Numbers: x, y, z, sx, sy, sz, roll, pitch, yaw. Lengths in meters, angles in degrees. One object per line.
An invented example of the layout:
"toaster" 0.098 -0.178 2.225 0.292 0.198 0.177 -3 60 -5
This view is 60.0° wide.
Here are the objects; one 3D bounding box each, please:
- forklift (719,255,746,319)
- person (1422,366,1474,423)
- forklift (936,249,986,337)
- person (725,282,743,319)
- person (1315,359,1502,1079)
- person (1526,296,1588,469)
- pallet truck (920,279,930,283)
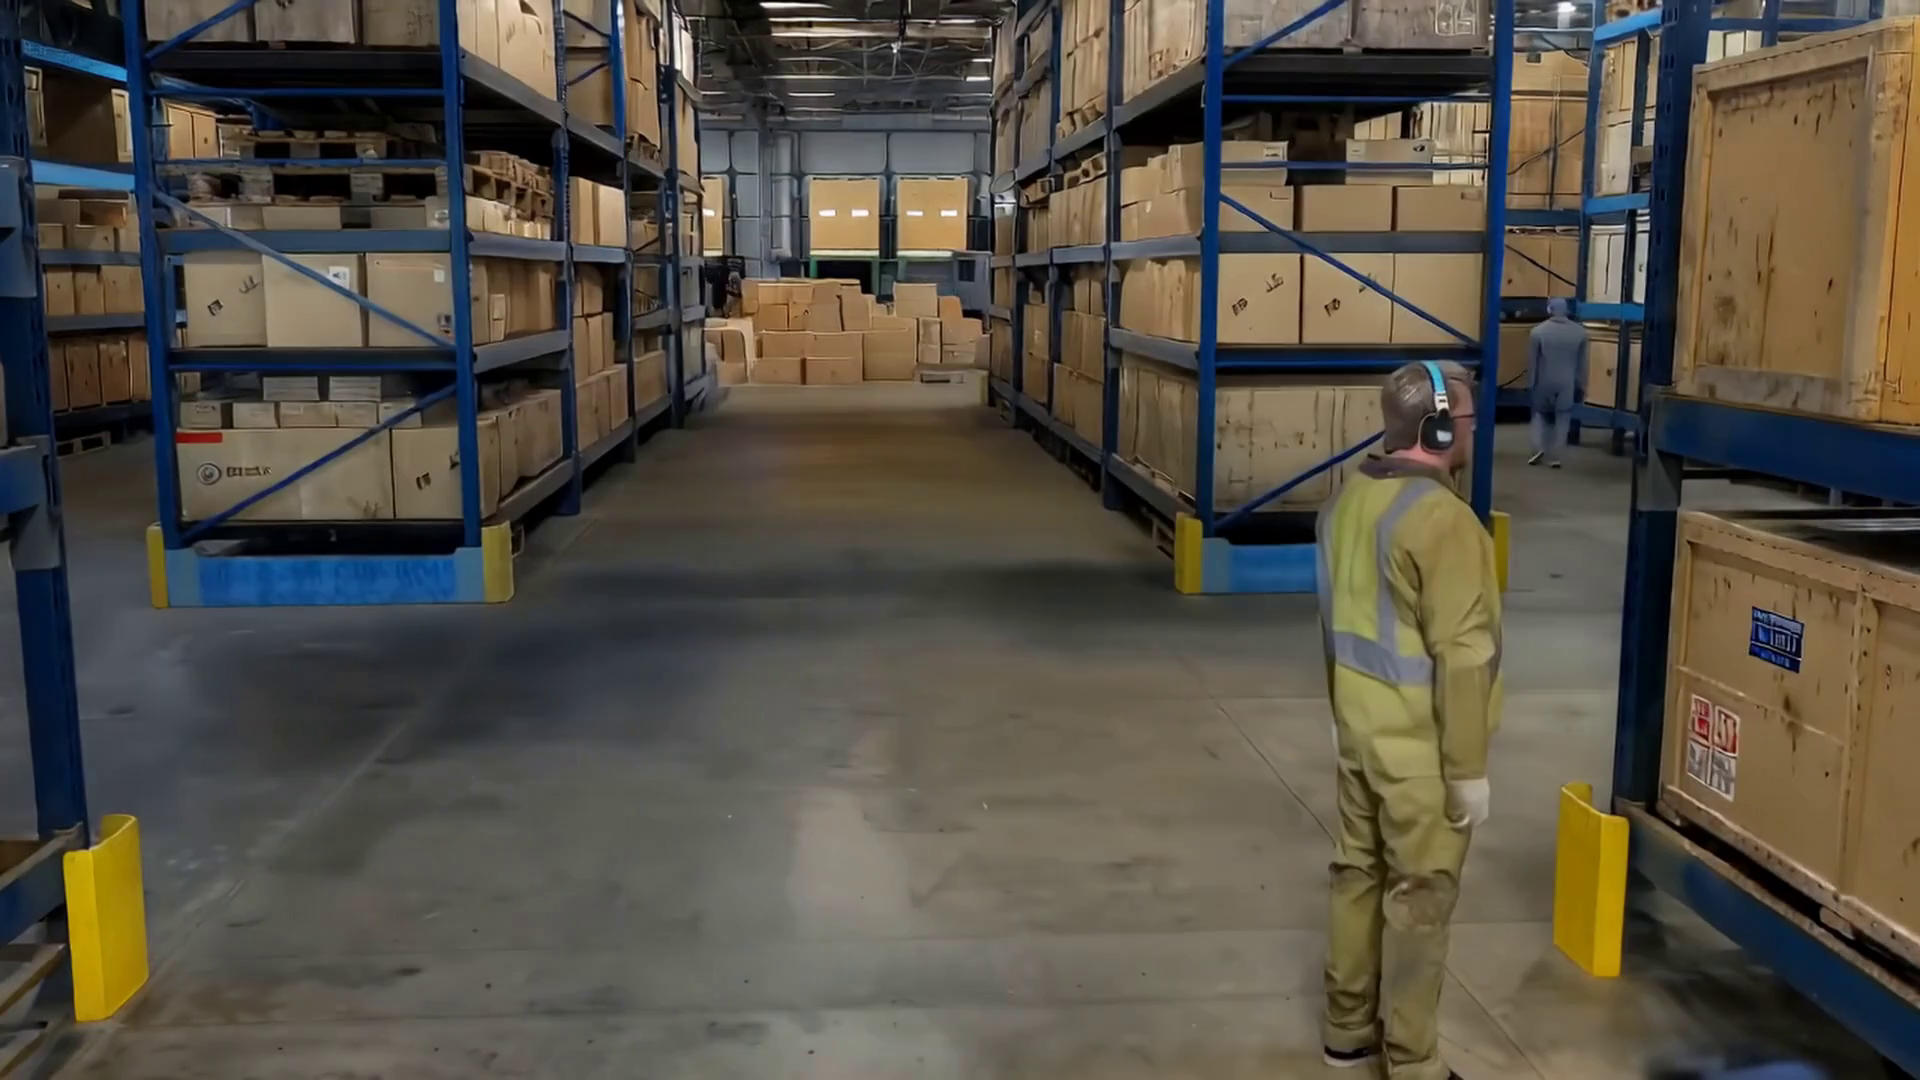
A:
"forklift" -7.876 -8.525 57.858 1.129 2.768 1.873 -9 12 -43
"person" 4.417 -1.117 15.068 0.319 1.690 0.530 -7 11 -37
"forklift" 0.202 -6.630 45.958 1.129 2.768 1.873 5 10 29
"person" -7.434 -7.526 54.616 0.633 1.918 0.779 -5 10 -30
"person" 1.167 0.496 4.260 0.407 1.910 0.638 -3 9 -17
"person" 6.554 -1.749 18.400 0.673 1.883 0.703 1 9 5
"pallet truck" -0.932 -8.922 63.114 1.885 1.965 0.823 2 9 13
